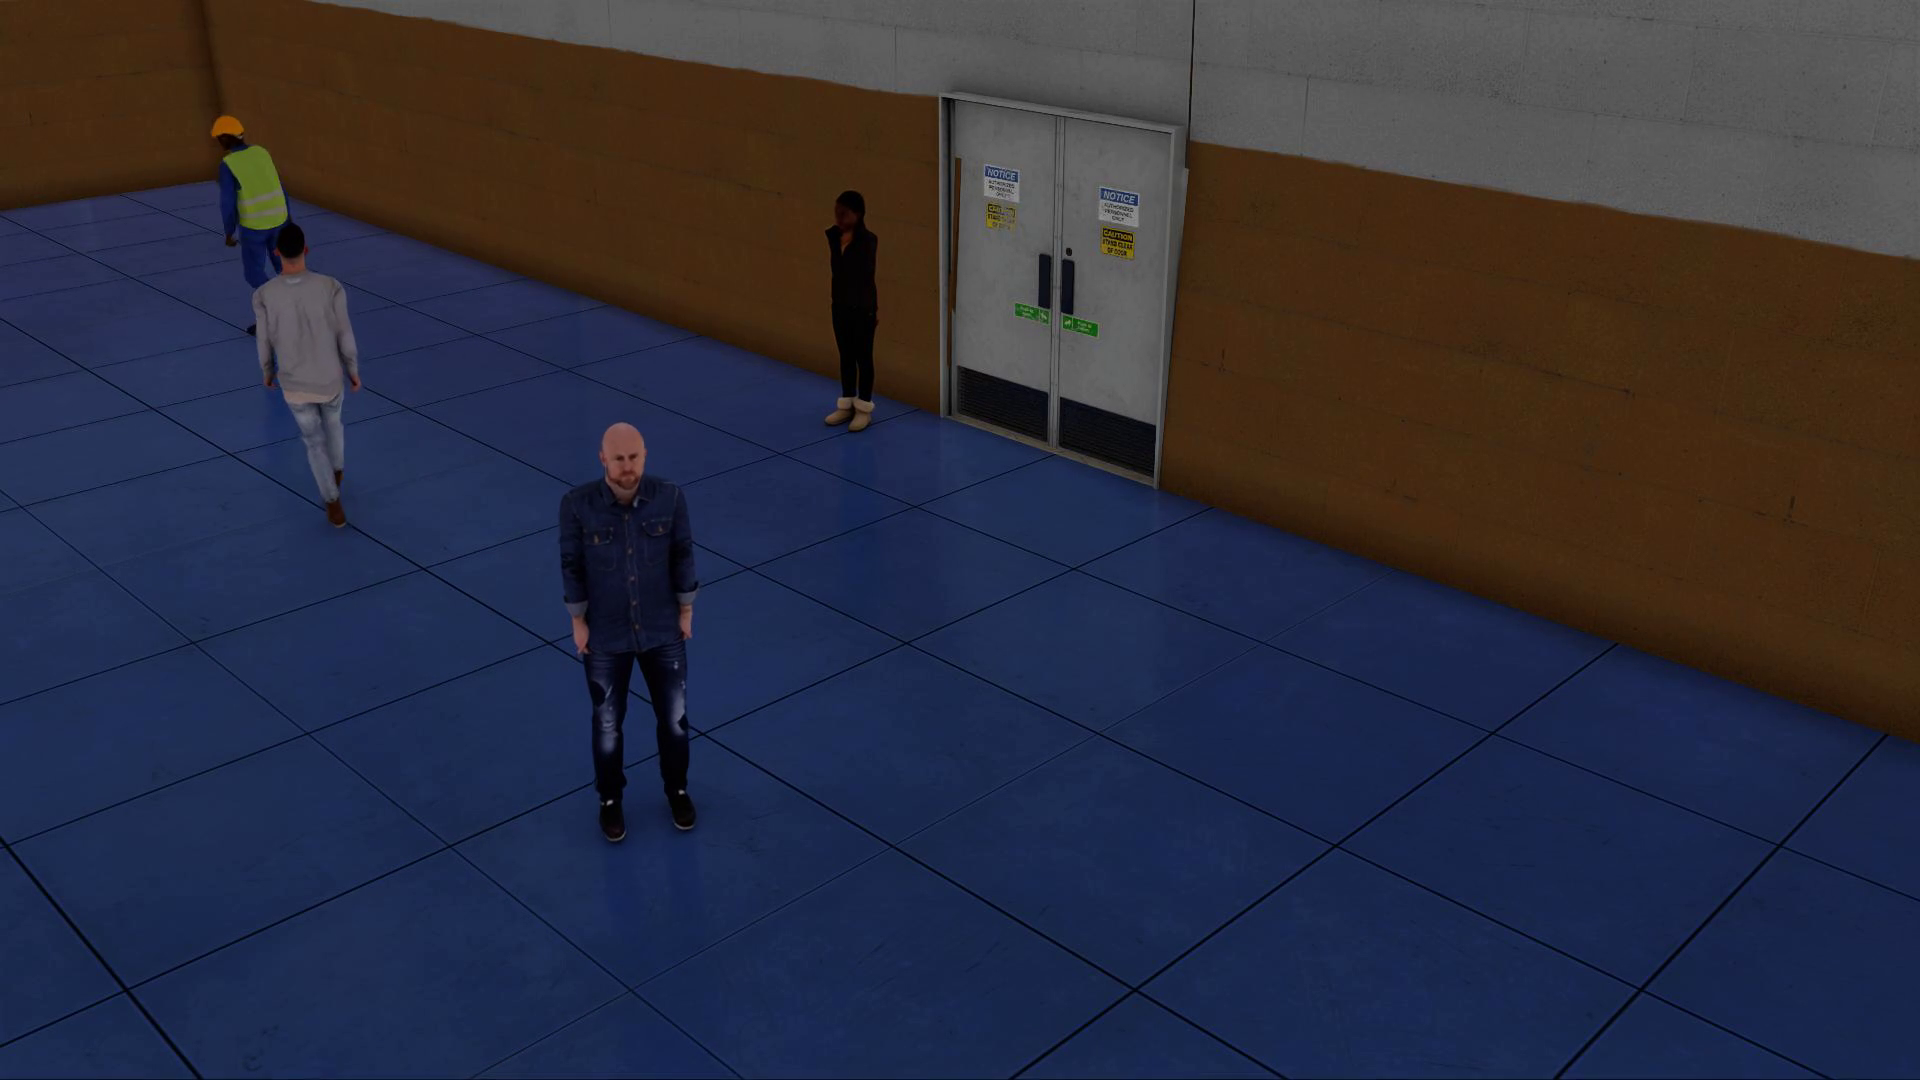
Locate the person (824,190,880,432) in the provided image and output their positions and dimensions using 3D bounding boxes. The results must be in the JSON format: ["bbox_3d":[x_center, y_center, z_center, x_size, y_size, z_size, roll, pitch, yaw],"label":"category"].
[{"bbox_3d":[-0.736,-1.629,11.673,0.621,1.666,0.675,16,28,33],"label":"person"}]

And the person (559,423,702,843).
[{"bbox_3d":[-1.354,0.376,6.893,0.714,1.825,0.864,-8,25,-17],"label":"person"}]

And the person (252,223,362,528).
[{"bbox_3d":[-3.862,-0.941,9.931,1.130,1.802,1.002,-11,26,-23],"label":"person"}]

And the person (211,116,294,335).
[{"bbox_3d":[-5.762,-2.615,13.778,0.593,1.783,0.846,-17,29,-33],"label":"person"}]
